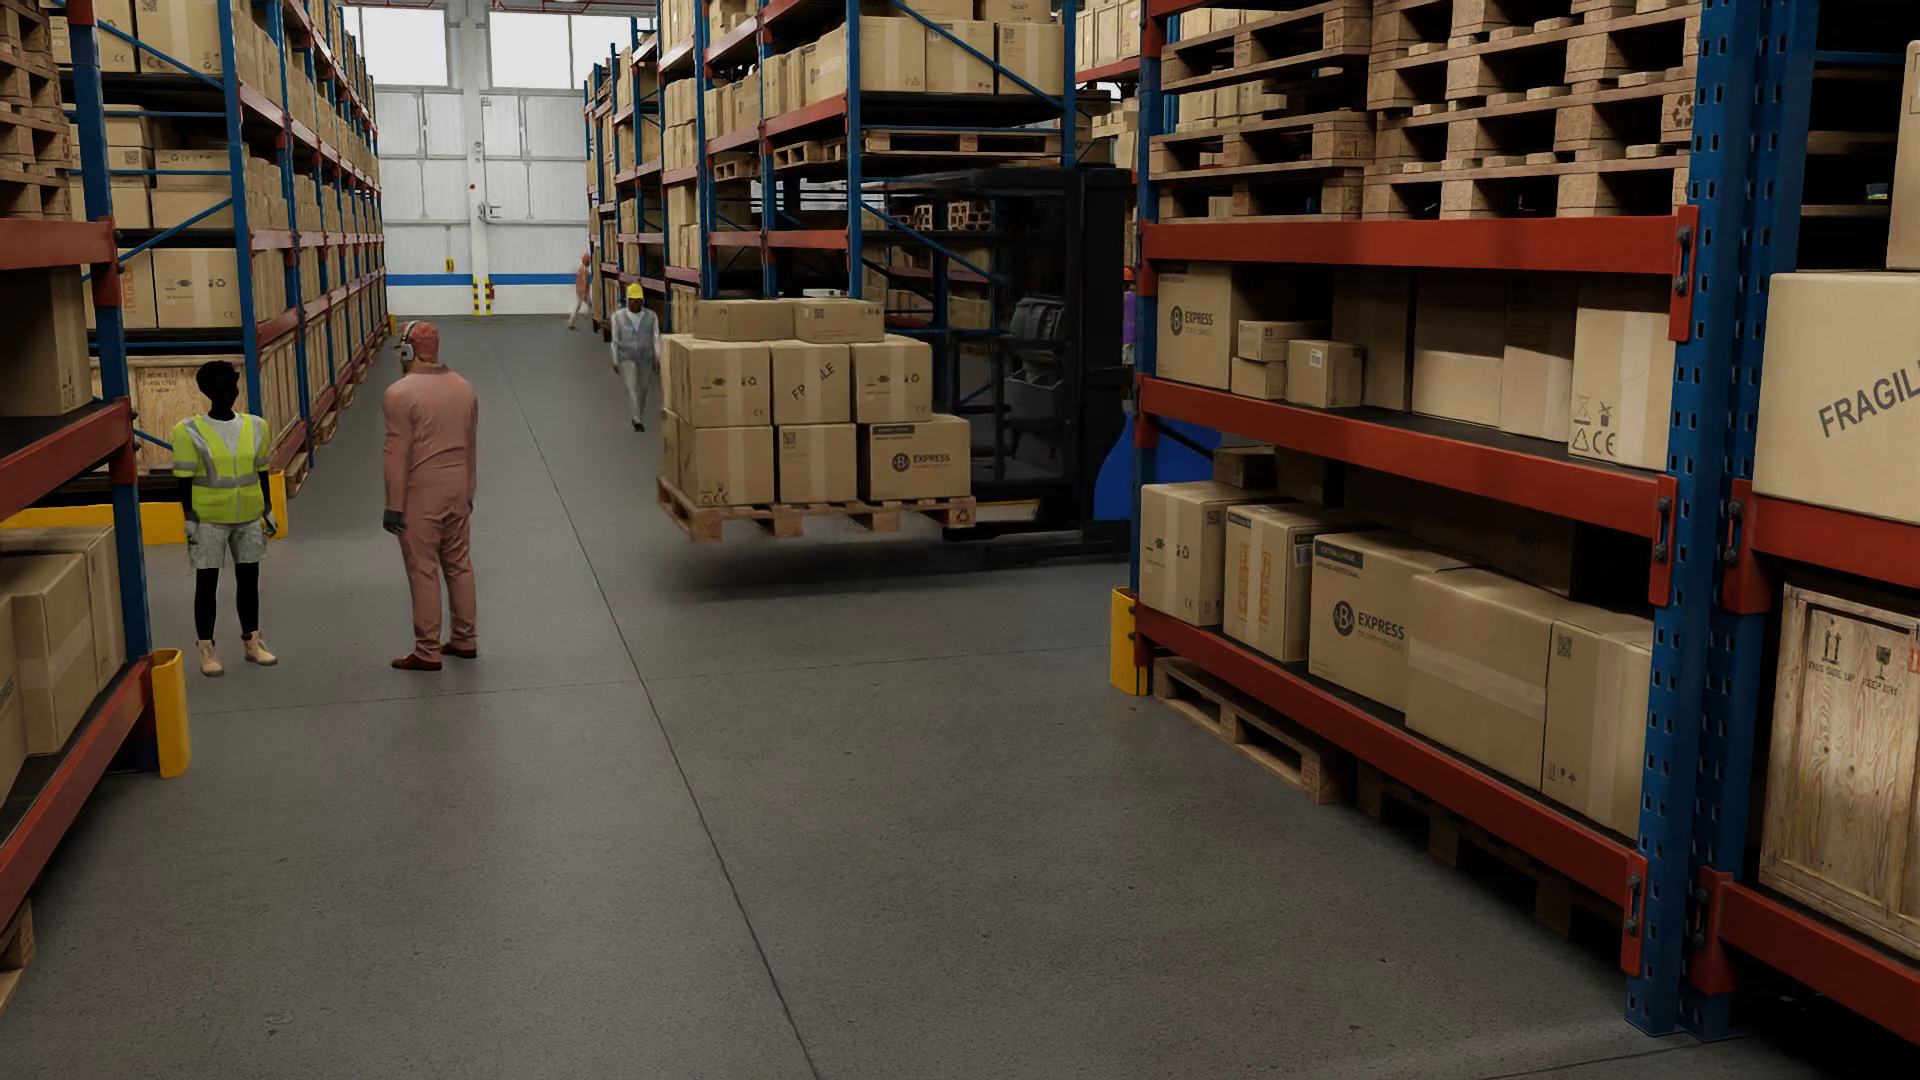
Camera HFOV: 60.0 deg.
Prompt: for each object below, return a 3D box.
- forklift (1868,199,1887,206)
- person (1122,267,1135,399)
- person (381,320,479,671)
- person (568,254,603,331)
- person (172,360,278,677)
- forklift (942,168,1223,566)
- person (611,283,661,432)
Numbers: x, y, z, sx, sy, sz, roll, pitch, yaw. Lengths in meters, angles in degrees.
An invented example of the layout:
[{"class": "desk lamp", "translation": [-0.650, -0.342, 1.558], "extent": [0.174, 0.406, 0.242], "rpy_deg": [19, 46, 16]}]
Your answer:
[{"class": "forklift", "translation": [11.338, -2.915, 21.052], "extent": [1.129, 2.768, 1.873], "rpy_deg": [-3, 11, -17]}, {"class": "person", "translation": [2.213, -2.699, 22.447], "extent": [0.374, 1.939, 0.545], "rpy_deg": [9, 14, 40]}, {"class": "person", "translation": [-2.911, -0.242, 9.099], "extent": [0.400, 1.901, 0.642], "rpy_deg": [5, 11, 23]}, {"class": "person", "translation": [-9.363, -6.169, 41.518], "extent": [1.045, 1.926, 0.736], "rpy_deg": [-6, 12, -30]}, {"class": "person", "translation": [-3.961, -0.124, 8.995], "extent": [0.322, 1.697, 0.530], "rpy_deg": [9, 14, 42]}, {"class": "forklift", "translation": [0.924, -1.317, 12.289], "extent": [1.873, 2.768, 1.129], "rpy_deg": [-3, 11, -18]}, {"class": "person", "translation": [-3.964, -2.245, 20.371], "extent": [0.589, 1.803, 0.845], "rpy_deg": [-4, 11, -20]}]
